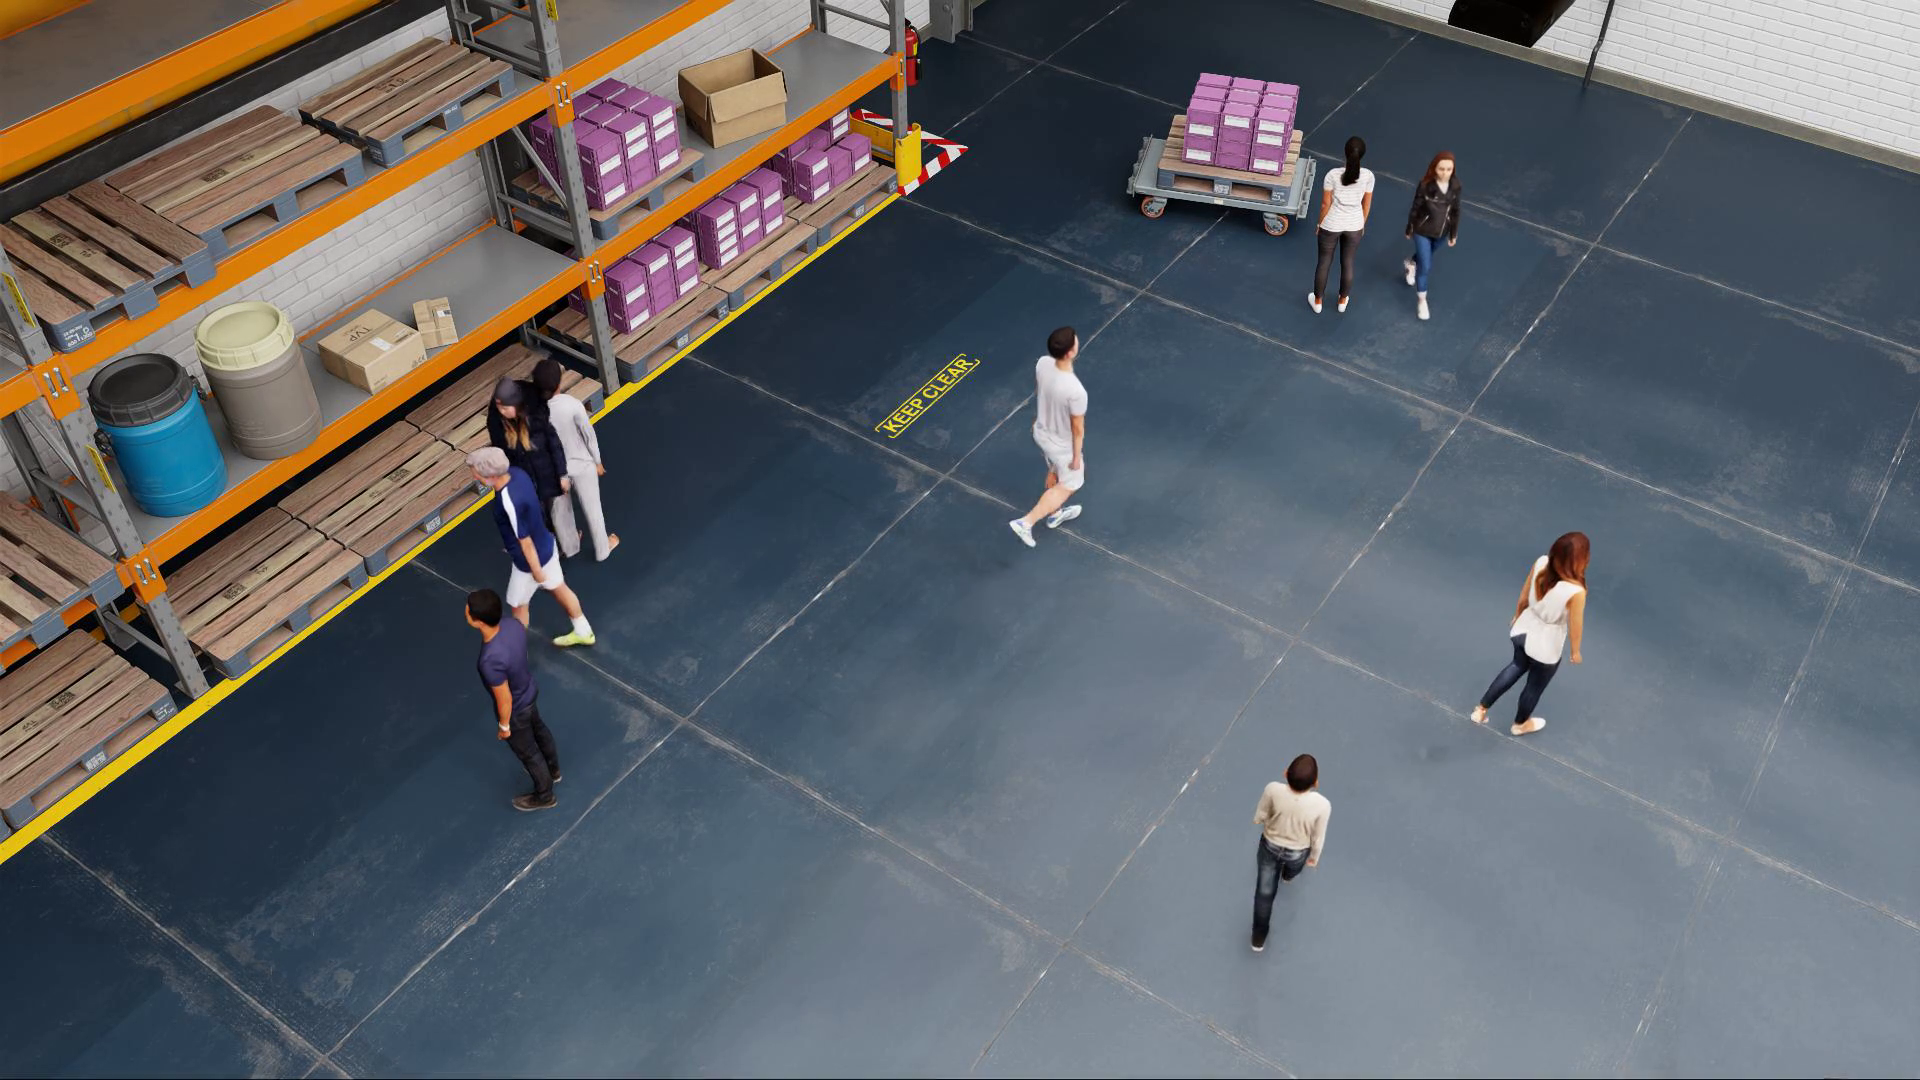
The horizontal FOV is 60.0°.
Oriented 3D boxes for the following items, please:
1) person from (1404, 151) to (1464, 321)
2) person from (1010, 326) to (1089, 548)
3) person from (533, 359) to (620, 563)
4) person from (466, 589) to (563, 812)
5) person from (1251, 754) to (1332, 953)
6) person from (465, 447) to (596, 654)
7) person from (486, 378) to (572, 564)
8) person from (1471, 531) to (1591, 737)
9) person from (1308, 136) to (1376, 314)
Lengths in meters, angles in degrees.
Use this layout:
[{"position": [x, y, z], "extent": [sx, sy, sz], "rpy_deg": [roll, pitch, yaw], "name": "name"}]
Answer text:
[{"position": [3.970, -2.667, 14.074], "extent": [0.955, 1.454, 1.035], "rpy_deg": [-5, 44, -5], "name": "person"}, {"position": [0.623, -0.696, 11.725], "extent": [1.066, 1.840, 0.899], "rpy_deg": [-25, 49, -24], "name": "person"}, {"position": [-2.750, -0.551, 11.650], "extent": [0.707, 1.735, 0.696], "rpy_deg": [6, 44, 6], "name": "person"}, {"position": [-2.677, 0.960, 10.023], "extent": [0.780, 1.791, 0.654], "rpy_deg": [2, 44, 2], "name": "person"}, {"position": [1.821, 1.785, 9.418], "extent": [0.767, 1.431, 1.057], "rpy_deg": [12, 45, 12], "name": "person"}, {"position": [-2.731, 0.083, 10.953], "extent": [1.096, 1.778, 1.038], "rpy_deg": [-8, 44, -9], "name": "person"}, {"position": [-2.969, -0.562, 11.712], "extent": [0.797, 1.664, 0.850], "rpy_deg": [-6, 44, -6], "name": "person"}, {"position": [3.557, 0.645, 10.364], "extent": [0.908, 1.776, 0.819], "rpy_deg": [-17, 46, -17], "name": "person"}, {"position": [3.191, -2.629, 13.895], "extent": [0.657, 1.646, 0.689], "rpy_deg": [1, 44, 1], "name": "person"}]
